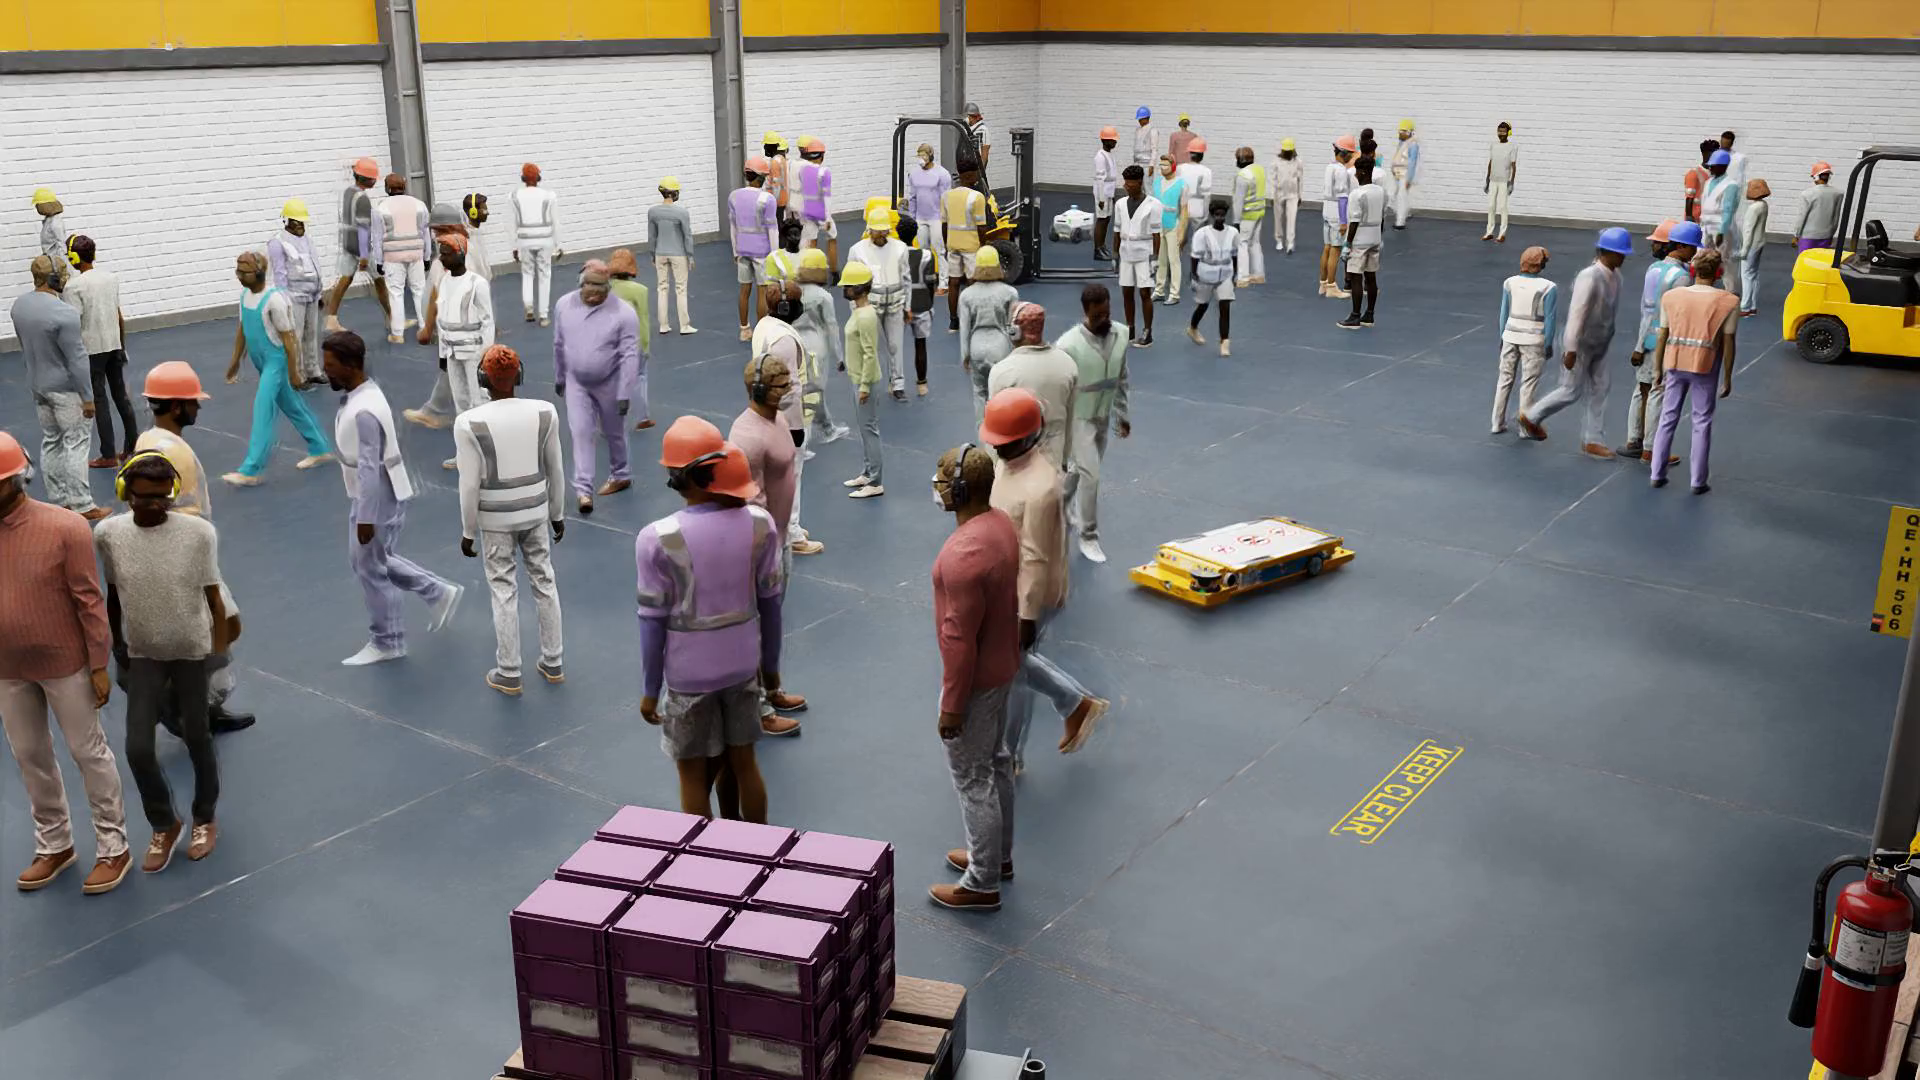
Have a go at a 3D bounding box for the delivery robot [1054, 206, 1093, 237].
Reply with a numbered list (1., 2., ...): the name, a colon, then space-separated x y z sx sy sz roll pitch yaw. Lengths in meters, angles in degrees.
1. delivery robot: 1.794 -5.031 26.244 0.477 0.478 0.707 13 22 35

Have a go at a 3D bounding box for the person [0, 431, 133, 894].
1. person: -3.777 0.503 6.789 0.622 1.981 0.411 0 18 1

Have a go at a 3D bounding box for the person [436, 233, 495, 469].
1. person: -3.895 -1.460 13.077 0.584 1.882 0.346 12 21 33

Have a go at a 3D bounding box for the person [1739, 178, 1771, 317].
1. person: 9.413 -3.470 19.782 0.272 1.627 0.502 15 23 39

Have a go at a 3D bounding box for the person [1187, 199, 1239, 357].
1. person: 2.681 -2.820 17.705 0.568 1.650 0.824 -4 18 -11

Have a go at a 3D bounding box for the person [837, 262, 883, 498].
1. person: -0.746 -1.196 12.443 0.317 1.766 0.535 -3 18 -8

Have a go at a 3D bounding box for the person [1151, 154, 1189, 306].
1. person: 2.584 -3.846 20.599 0.386 1.845 0.568 -14 22 -37

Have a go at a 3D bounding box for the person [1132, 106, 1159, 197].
1. person: 3.169 -6.499 28.742 0.400 1.942 0.602 -10 20 -29

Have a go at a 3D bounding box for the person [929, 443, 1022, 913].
1. person: 0.062 0.556 6.699 0.363 1.932 0.635 5 18 15

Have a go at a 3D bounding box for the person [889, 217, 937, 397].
1. person: -0.490 -2.183 15.649 0.546 1.693 0.318 0 18 1

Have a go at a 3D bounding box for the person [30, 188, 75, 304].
1. person: -9.608 -2.869 17.711 0.303 1.744 0.483 -12 21 -34

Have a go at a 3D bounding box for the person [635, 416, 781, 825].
1. person: -1.018 0.501 6.711 0.613 2.030 0.417 -13 22 -36

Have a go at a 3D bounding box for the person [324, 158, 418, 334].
1. person: -6.704 -3.265 18.601 1.051 1.967 0.599 -16 24 -40

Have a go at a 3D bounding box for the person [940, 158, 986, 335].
1. person: 0.060 -3.287 18.666 0.602 1.961 0.371 14 22 36

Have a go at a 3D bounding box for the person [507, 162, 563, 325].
1. person: -4.891 -3.415 19.227 0.578 1.870 0.406 -2 18 -5

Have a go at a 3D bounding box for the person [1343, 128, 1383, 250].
1. person: 5.942 -5.099 24.484 0.623 1.862 1.003 14 23 37

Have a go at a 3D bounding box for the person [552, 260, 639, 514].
1. person: -2.672 -1.132 12.140 0.707 1.836 0.988 1 18 5

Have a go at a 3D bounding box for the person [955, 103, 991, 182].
1. person: 0.181 -6.350 28.119 0.536 2.000 0.688 -10 20 -29

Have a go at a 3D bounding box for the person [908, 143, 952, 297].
1. person: -0.386 -4.059 21.145 0.631 1.931 0.380 12 22 34

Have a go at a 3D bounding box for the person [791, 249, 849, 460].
1. person: -1.170 -1.536 13.637 0.500 1.688 0.880 14 22 37

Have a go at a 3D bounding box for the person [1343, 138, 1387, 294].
1. person: 5.182 -4.147 21.346 0.606 1.967 0.367 12 21 34

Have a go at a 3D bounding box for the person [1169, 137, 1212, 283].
1. person: 3.040 -4.339 22.009 0.553 1.926 0.587 11 21 30

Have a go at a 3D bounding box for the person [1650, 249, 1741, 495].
1. person: 5.512 -1.261 12.539 0.566 1.836 0.382 14 23 38

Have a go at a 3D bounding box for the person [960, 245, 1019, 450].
1. person: 0.226 -1.524 13.536 0.492 1.719 0.660 5 18 14

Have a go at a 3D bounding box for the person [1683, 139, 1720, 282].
1. person: 9.469 -4.125 21.281 0.602 1.966 0.368 -13 22 -35

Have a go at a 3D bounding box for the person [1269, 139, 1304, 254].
1. person: 4.896 -5.169 24.993 0.492 1.680 0.919 2 18 8

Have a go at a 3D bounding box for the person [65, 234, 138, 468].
1. person: -6.847 -1.492 13.230 0.347 1.857 0.515 6 19 19

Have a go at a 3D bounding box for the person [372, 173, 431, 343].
1. person: -6.113 -3.087 18.249 0.633 1.836 0.429 -13 22 -35

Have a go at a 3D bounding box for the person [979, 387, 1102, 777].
1. person: 0.336 0.217 7.730 0.660 1.953 0.659 -5 18 -15

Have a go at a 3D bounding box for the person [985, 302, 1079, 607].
1. person: 0.400 -0.482 10.007 0.640 1.899 0.395 -13 22 -35

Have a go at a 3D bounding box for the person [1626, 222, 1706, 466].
1. person: 5.665 -1.578 13.357 0.410 1.936 0.610 -1 18 -2

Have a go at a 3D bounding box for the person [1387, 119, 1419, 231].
1. person: 7.282 -5.999 27.368 0.425 1.821 0.617 -4 18 -11

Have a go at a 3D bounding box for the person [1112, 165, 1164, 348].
1. person: 1.905 -3.074 18.025 0.622 1.950 0.389 15 23 39

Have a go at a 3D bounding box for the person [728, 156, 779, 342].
1. person: -2.210 -3.145 18.121 0.611 2.030 0.410 10 20 28
